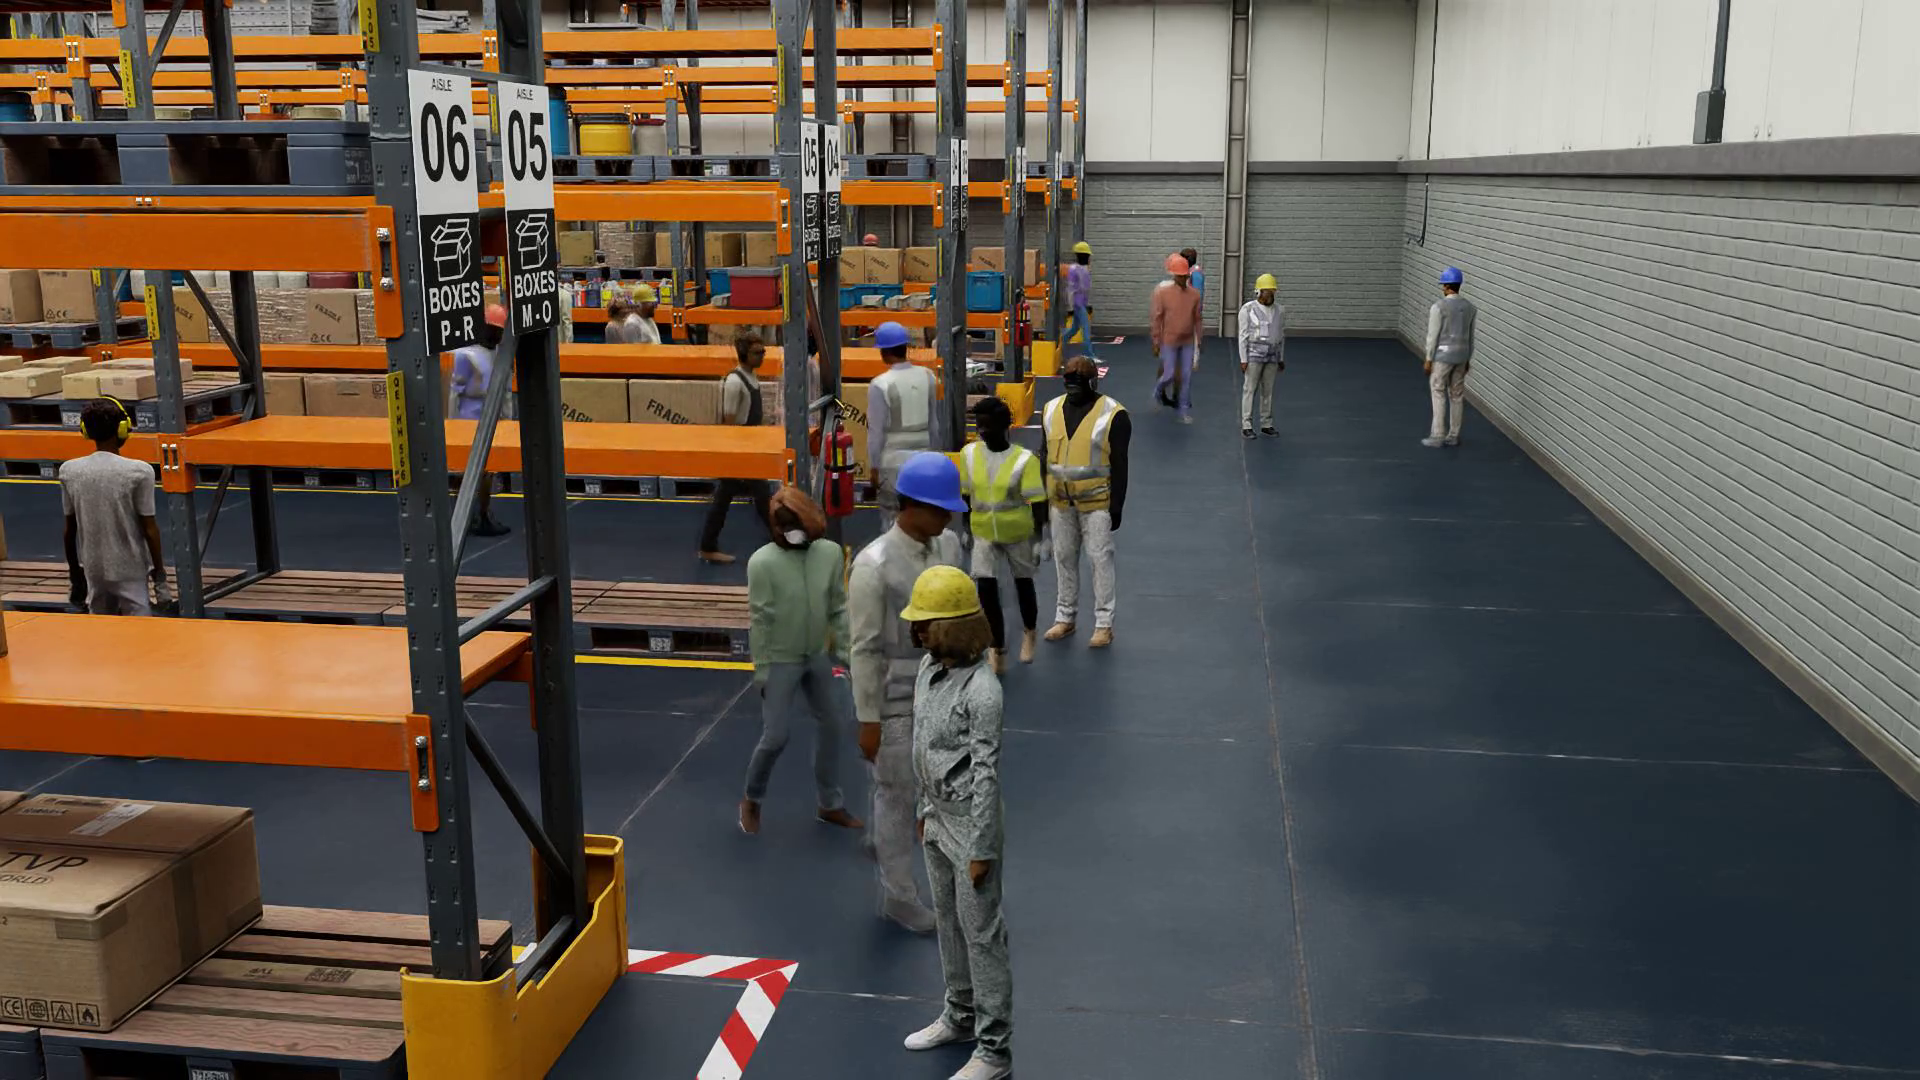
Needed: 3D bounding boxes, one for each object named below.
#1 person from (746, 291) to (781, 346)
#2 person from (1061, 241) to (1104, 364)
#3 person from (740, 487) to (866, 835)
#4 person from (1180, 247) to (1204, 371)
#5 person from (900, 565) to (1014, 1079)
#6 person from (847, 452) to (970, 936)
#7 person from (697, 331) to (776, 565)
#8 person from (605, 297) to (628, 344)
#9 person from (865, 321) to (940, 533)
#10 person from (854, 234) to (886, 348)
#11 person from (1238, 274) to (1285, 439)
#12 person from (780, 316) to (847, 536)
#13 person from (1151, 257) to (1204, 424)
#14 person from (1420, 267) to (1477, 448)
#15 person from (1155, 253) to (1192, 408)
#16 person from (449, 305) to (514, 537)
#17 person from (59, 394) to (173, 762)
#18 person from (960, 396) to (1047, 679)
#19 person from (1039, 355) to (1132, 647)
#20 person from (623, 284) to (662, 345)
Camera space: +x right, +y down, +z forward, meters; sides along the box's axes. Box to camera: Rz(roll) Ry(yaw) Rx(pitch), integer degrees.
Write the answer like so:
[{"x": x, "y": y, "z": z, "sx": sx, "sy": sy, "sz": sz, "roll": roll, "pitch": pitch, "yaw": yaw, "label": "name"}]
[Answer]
[{"x": -2.783, "y": -3.045, "z": 23.532, "sx": 0.523, "sy": 1.638, "sz": 0.310, "roll": -4, "pitch": 13, "yaw": -19, "label": "person"}, {"x": 1.819, "y": -3.708, "z": 25.956, "sx": 0.893, "sy": 1.901, "sz": 0.593, "roll": 5, "pitch": 13, "yaw": 22, "label": "person"}, {"x": -0.729, "y": 0.552, "z": 7.391, "sx": 0.558, "sy": 1.614, "sz": 0.364, "roll": -11, "pitch": 17, "yaw": -41, "label": "person"}, {"x": 3.415, "y": -3.449, "z": 24.898, "sx": 0.429, "sy": 1.841, "sz": 0.634, "roll": -2, "pitch": 13, "yaw": -11, "label": "person"}, {"x": -0.027, "y": 0.926, "z": 5.399, "sx": 0.342, "sy": 1.737, "sz": 0.487, "roll": -6, "pitch": 14, "yaw": -26, "label": "person"}, {"x": -0.182, "y": 0.602, "z": 6.421, "sx": 0.490, "sy": 1.919, "sz": 0.650, "roll": 9, "pitch": 16, "yaw": 36, "label": "person"}, {"x": -1.554, "y": -0.672, "z": 12.476, "sx": 0.976, "sy": 1.780, "sz": 0.494, "roll": 0, "pitch": 12, "yaw": 1, "label": "person"}, {"x": -3.657, "y": -1.790, "z": 17.867, "sx": 0.306, "sy": 1.640, "sz": 0.522, "roll": 0, "pitch": 12, "yaw": 0, "label": "person"}, {"x": -0.383, "y": -0.580, "z": 11.763, "sx": 0.639, "sy": 1.921, "sz": 0.550, "roll": -11, "pitch": 17, "yaw": -41, "label": "person"}, {"x": -1.422, "y": -3.839, "z": 26.345, "sx": 0.614, "sy": 1.985, "sz": 0.423, "roll": -2, "pitch": 13, "yaw": -10, "label": "person"}, {"x": 3.387, "y": -2.052, "z": 18.602, "sx": 0.590, "sy": 1.837, "sz": 0.404, "roll": -6, "pitch": 14, "yaw": -24, "label": "person"}, {"x": -1.139, "y": -0.872, "z": 13.308, "sx": 0.642, "sy": 1.819, "sz": 0.649, "roll": 1, "pitch": 13, "yaw": 3, "label": "person"}, {"x": 2.560, "y": -2.373, "z": 19.764, "sx": 0.636, "sy": 1.974, "sz": 0.611, "roll": -4, "pitch": 13, "yaw": -18, "label": "person"}, {"x": 5.293, "y": -1.971, "z": 18.014, "sx": 0.617, "sy": 1.942, "sz": 0.410, "roll": -7, "pitch": 14, "yaw": -28, "label": "person"}, {"x": 2.701, "y": -2.640, "z": 21.015, "sx": 0.352, "sy": 1.942, "sz": 0.545, "roll": -10, "pitch": 16, "yaw": -39, "label": "person"}, {"x": -3.869, "y": -0.974, "z": 13.631, "sx": 0.716, "sy": 1.883, "sz": 0.550, "roll": 6, "pitch": 14, "yaw": 24, "label": "person"}, {"x": -4.274, "y": 0.200, "z": 8.420, "sx": 0.533, "sy": 1.851, "sz": 0.362, "roll": 2, "pitch": 13, "yaw": 8, "label": "person"}, {"x": 0.278, "y": -0.028, "z": 9.864, "sx": 0.630, "sy": 1.656, "sz": 0.714, "roll": 4, "pitch": 13, "yaw": 16, "label": "person"}, {"x": 0.757, "y": -0.242, "z": 10.446, "sx": 0.628, "sy": 1.837, "sz": 0.430, "roll": 8, "pitch": 15, "yaw": 32, "label": "person"}, {"x": -3.281, "y": -1.739, "z": 17.228, "sx": 0.457, "sy": 1.818, "sz": 0.596, "roll": 3, "pitch": 13, "yaw": 11, "label": "person"}]
